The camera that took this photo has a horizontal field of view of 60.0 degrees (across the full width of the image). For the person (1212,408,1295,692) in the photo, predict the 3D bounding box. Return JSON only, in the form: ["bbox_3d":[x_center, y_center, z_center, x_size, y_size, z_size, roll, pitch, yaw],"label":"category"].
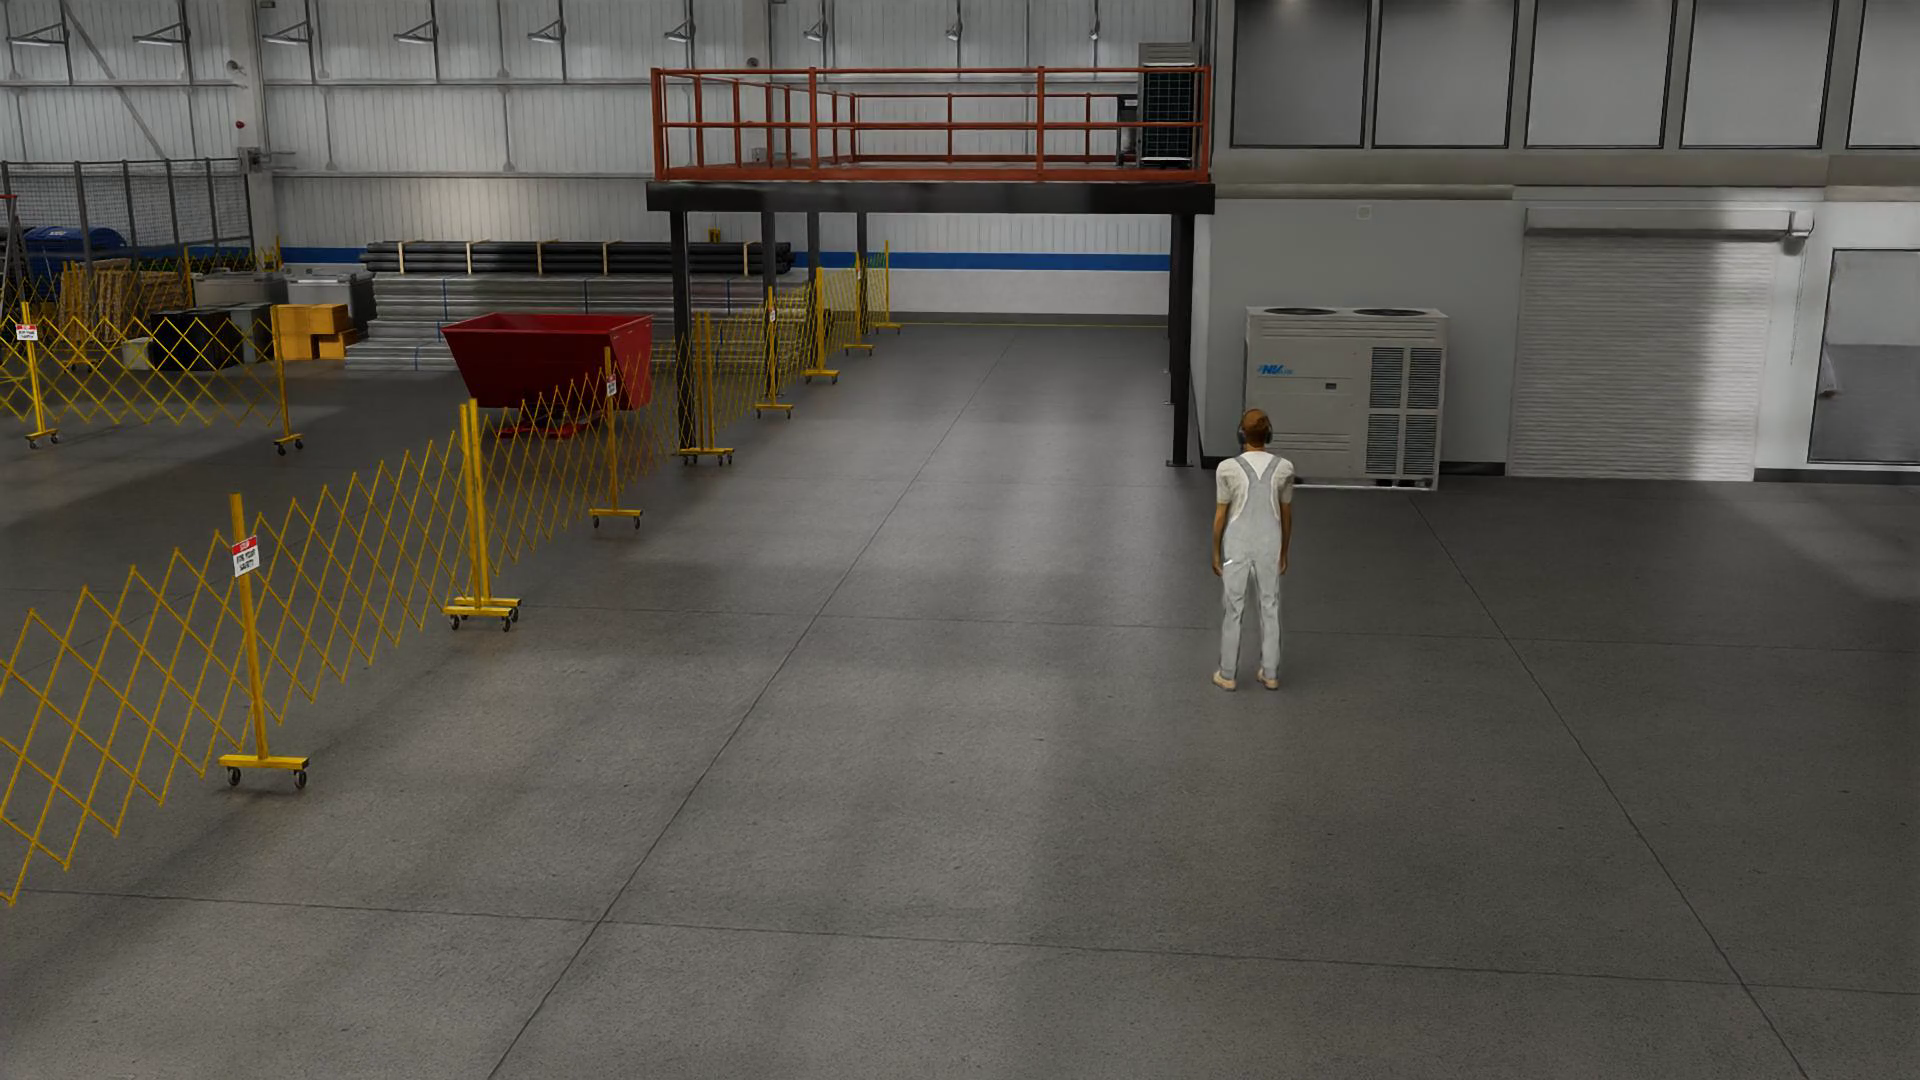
[{"bbox_3d":[1.871,0.073,10.680,0.502,1.837,0.351,-1,14,-4],"label":"person"}]

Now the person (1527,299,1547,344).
[{"bbox_3d":[6.640,-2.103,19.398,0.403,1.904,0.652,1,14,6],"label":"person"}]
